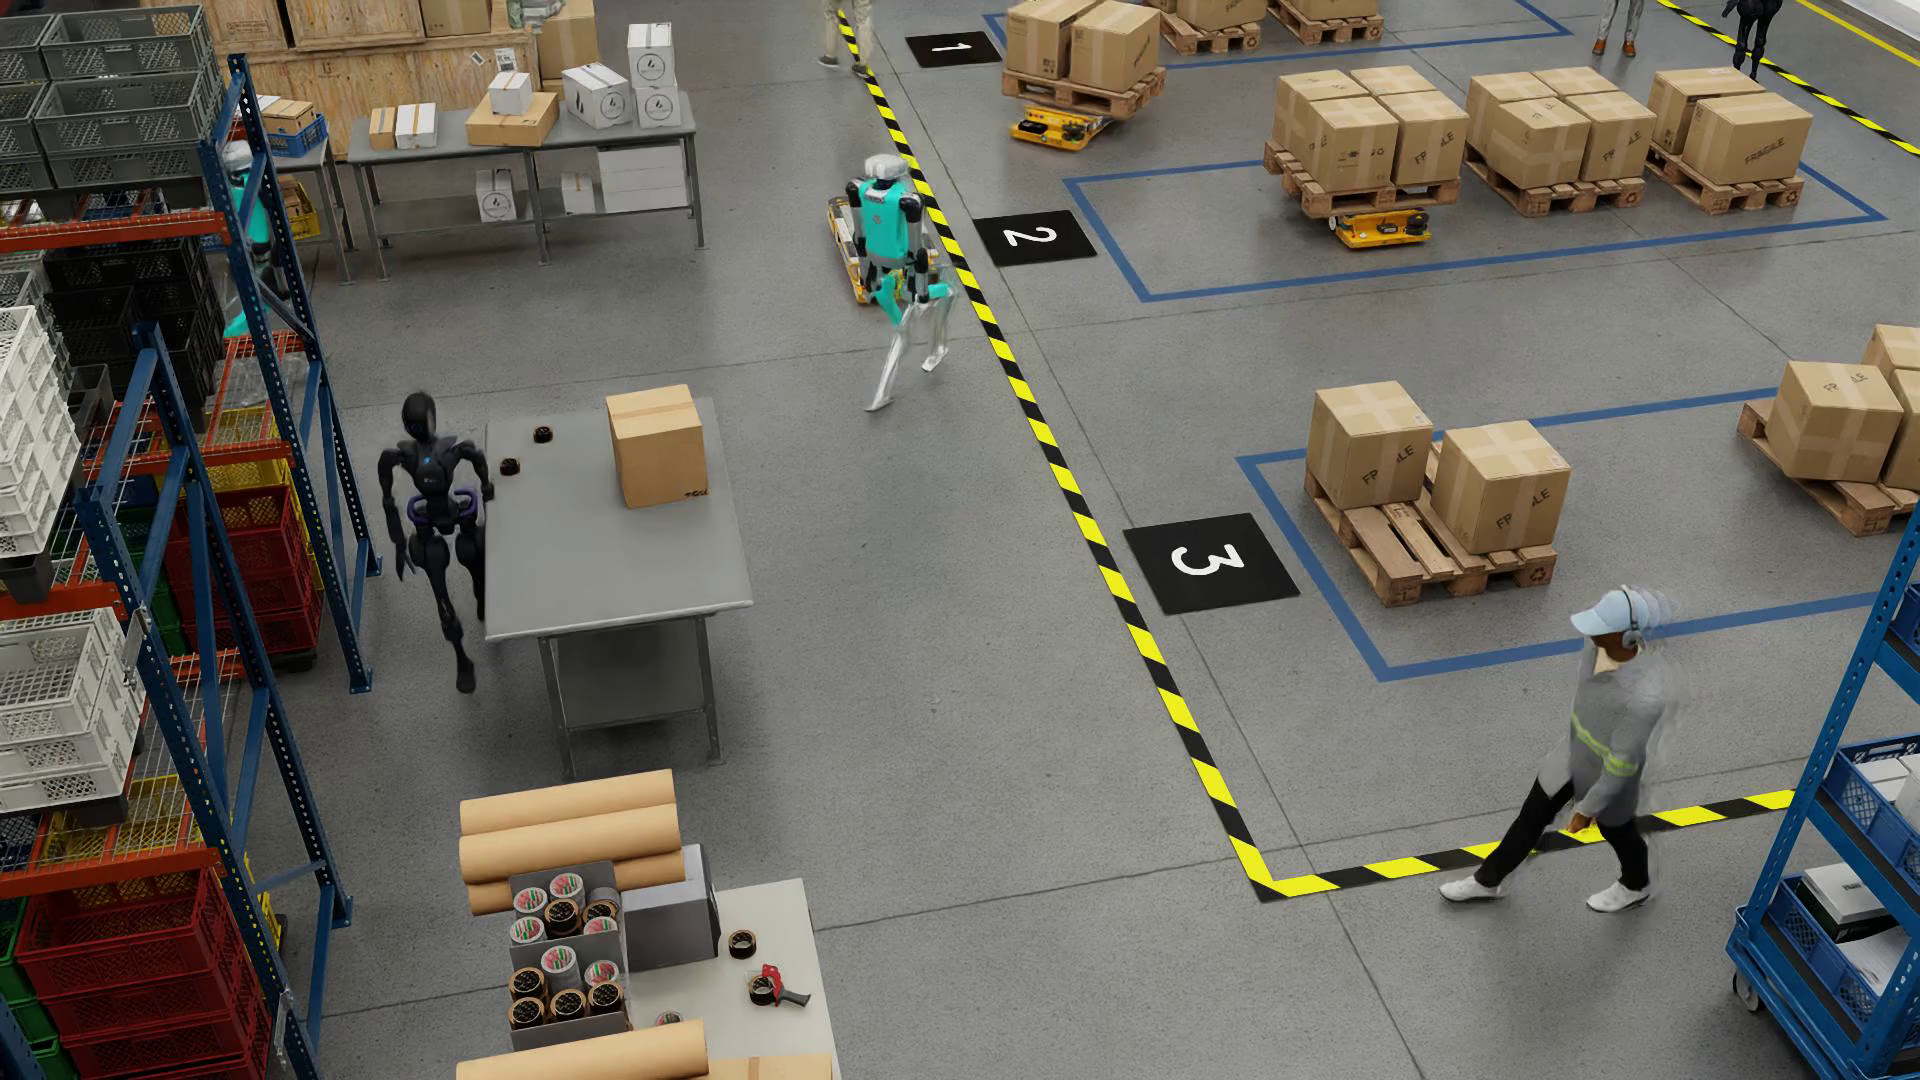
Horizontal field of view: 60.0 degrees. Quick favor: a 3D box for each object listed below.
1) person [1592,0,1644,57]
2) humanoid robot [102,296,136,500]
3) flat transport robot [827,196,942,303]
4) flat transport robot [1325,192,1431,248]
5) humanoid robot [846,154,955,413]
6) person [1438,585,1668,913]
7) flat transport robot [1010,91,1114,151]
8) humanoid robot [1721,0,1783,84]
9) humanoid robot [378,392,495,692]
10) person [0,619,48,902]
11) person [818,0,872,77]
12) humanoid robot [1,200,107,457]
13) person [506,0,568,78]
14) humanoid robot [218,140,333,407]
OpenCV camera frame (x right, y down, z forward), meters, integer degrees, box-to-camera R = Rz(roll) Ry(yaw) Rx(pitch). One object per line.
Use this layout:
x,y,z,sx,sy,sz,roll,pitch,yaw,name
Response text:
6.348,-5.489,15.579,0.588,1.884,0.357,8,37,11,person
-5.052,-1.010,9.733,0.598,1.654,0.310,30,46,34,humanoid robot
-0.570,-2.220,12.538,0.659,0.231,1.431,-8,37,-10,flat transport robot
3.134,-2.740,13.213,0.652,0.197,1.431,-8,37,-10,flat transport robot
-0.308,-1.711,10.672,0.539,1.770,1.038,21,41,26,humanoid robot
2.683,0.933,7.025,0.959,1.797,0.593,-6,37,-8,person
1.065,-3.835,14.684,0.652,0.197,1.431,18,40,23,flat transport robot
7.176,-4.893,14.936,0.599,1.659,0.315,-14,39,-19,humanoid robot
-2.616,-0.064,8.503,0.584,1.646,0.750,-8,37,-11,humanoid robot
-4.135,0.878,7.057,0.429,1.844,0.622,29,45,33,person
-1.063,-5.173,15.257,0.596,1.745,0.706,-21,41,-26,person
-5.441,-1.273,10.044,0.538,1.820,0.679,-30,46,-34,humanoid robot
-3.527,-4.348,14.002,0.412,1.939,0.604,24,43,29,person
-4.496,-1.597,10.454,0.543,1.735,0.970,27,44,31,humanoid robot
